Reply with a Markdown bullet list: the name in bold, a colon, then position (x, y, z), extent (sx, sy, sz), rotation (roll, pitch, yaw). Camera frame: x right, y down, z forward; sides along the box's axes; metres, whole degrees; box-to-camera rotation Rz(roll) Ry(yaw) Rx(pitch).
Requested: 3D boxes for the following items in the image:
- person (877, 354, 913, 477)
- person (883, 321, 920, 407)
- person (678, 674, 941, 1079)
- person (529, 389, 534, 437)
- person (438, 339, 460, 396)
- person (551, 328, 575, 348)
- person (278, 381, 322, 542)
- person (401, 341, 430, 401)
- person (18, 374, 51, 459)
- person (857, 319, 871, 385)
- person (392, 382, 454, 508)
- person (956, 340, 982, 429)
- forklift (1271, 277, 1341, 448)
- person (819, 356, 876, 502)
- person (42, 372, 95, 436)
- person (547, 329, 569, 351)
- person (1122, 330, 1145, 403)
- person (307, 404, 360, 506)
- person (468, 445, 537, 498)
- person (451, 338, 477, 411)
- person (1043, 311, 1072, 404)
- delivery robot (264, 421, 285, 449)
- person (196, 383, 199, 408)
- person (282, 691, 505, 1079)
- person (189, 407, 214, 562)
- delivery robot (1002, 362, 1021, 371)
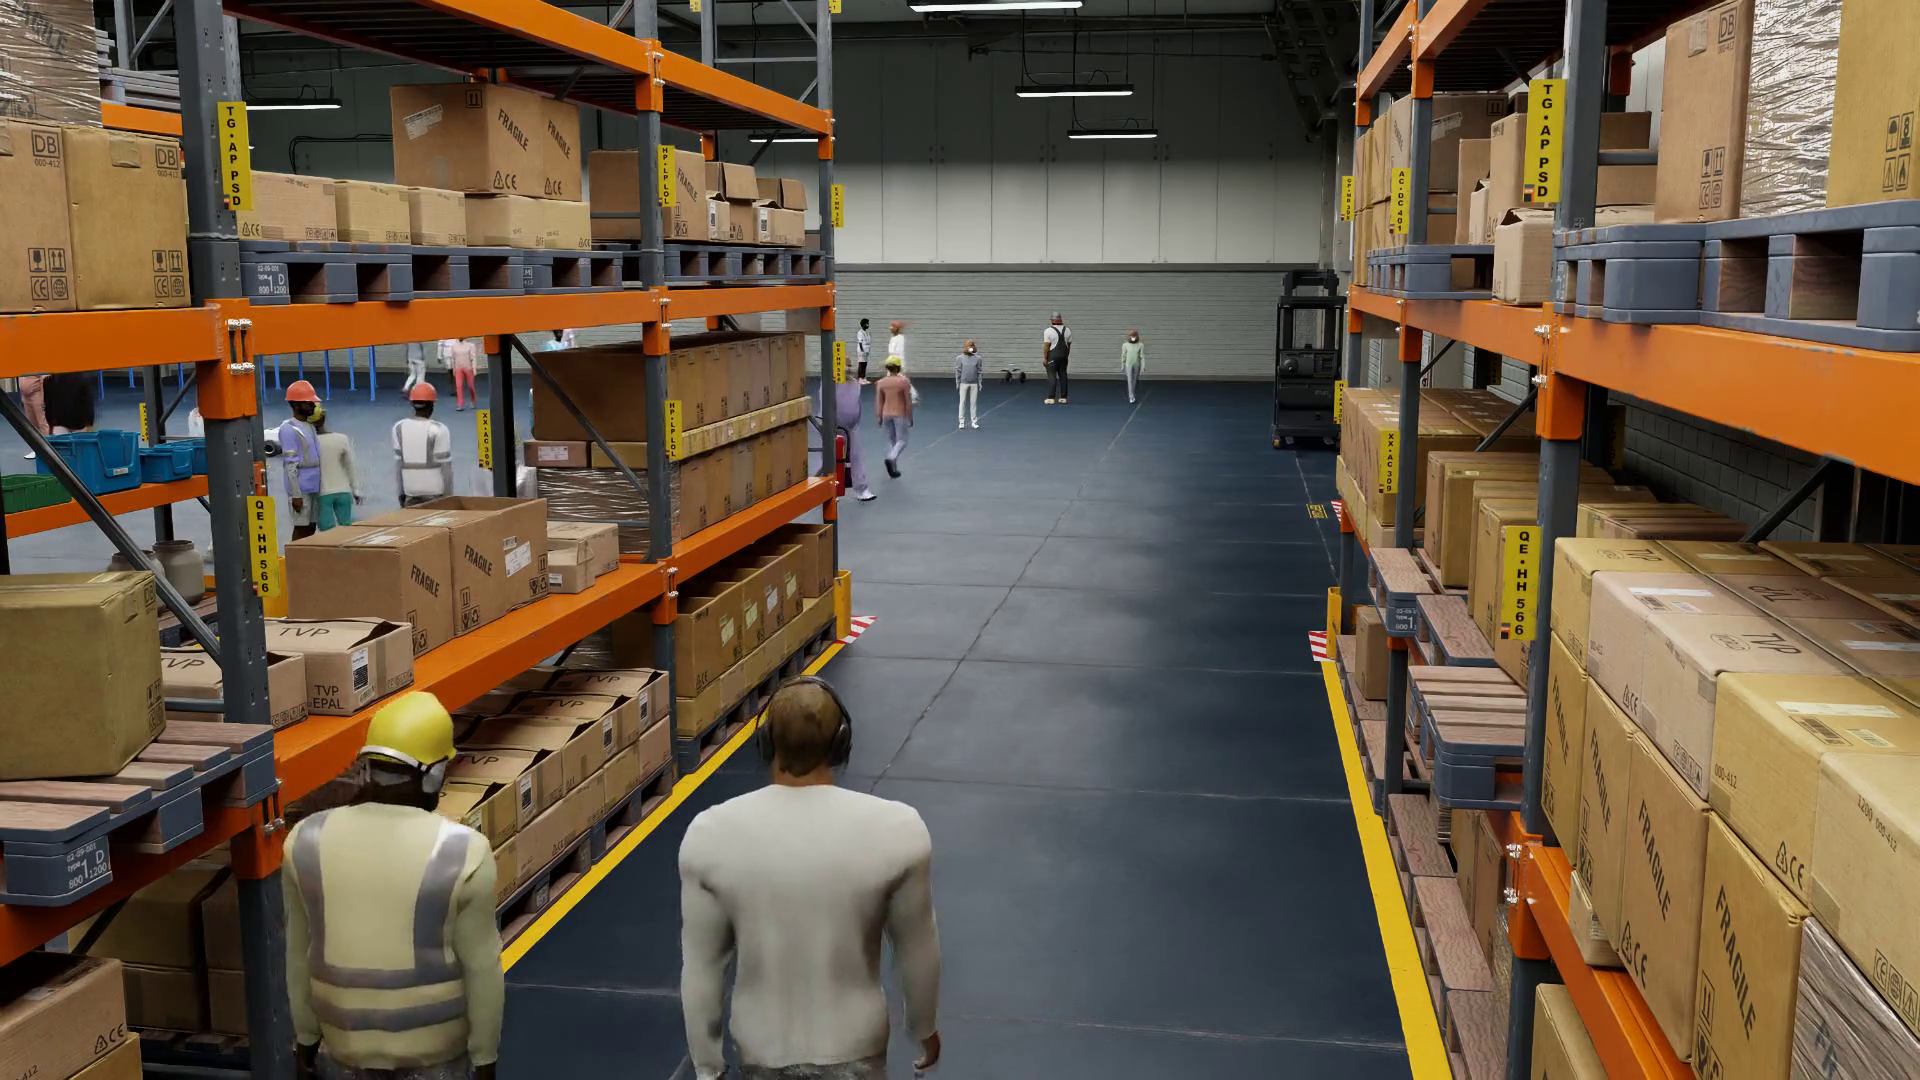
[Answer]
- **person**: position (-0.942, -1.739, 23.432), extent (0.538, 1.750, 0.559), rotation (4, 10, 23)
- **person**: position (-1.298, -3.771, 35.659), extent (0.885, 1.855, 0.586), rotation (-5, 10, -26)
- **person**: position (-0.365, 1.276, 4.332), extent (0.639, 1.916, 0.682), rotation (1, 9, 6)
- **person**: position (-5.529, -1.510, 22.387), extent (0.515, 1.635, 0.313), rotation (-1, 9, -6)
- **person**: position (-11.852, -4.290, 38.737), extent (0.590, 1.893, 0.975), rotation (-1, 9, -4)
- **person**: position (-10.128, -4.899, 42.449), extent (0.587, 1.912, 0.509), rotation (0, 9, 0)
- **person**: position (-5.902, -0.468, 15.022), extent (0.362, 1.938, 0.545), rotation (0, 9, -1)
- **person**: position (-12.011, -3.968, 36.700), extent (0.673, 1.912, 0.568), rotation (5, 10, 26)
- **person**: position (-14.364, -2.194, 25.808), extent (0.636, 1.899, 0.400), rotation (5, 11, 30)
- **person**: position (-2.471, -4.836, 42.723), extent (0.319, 1.697, 0.532), rotation (3, 10, 20)
- **person**: position (-4.860, -0.472, 15.091), extent (0.566, 1.922, 0.491), rotation (2, 9, 11)
- **person**: position (0.167, -2.895, 30.915), extent (0.506, 1.636, 0.278), rotation (-2, 9, -12)
- **forklift**: position (5.847, -3.016, 27.970), extent (1.129, 2.768, 1.873), rotation (1, 9, 9)
- **person**: position (-1.492, -1.419, 21.159), extent (0.673, 1.851, 1.014), rotation (-7, 12, -39)
- **person**: position (-11.473, -1.506, 21.442), extent (0.637, 1.936, 1.067), rotation (-1, 9, -9)
- **person**: position (-8.874, -3.871, 36.878), extent (0.535, 1.652, 0.866), rotation (-7, 11, -37)
- **person**: position (3.859, -3.872, 37.054), extent (0.508, 1.599, 0.803), rotation (0, 9, -1)
- **person**: position (-5.817, -0.410, 15.337), extent (0.360, 1.721, 0.612), rotation (8, 12, 40)
- **person**: position (-3.390, 0.052, 12.171), extent (0.620, 1.815, 0.610), rotation (2, 9, 14)
- **person**: position (-10.421, -3.611, 35.026), extent (0.531, 1.736, 0.803), rotation (0, 9, -1)
- **person**: position (2.097, -4.020, 36.739), extent (0.682, 2.000, 0.536), rotation (-5, 11, -29)
- **delivery robot**: position (-10.685, -1.656, 26.442), extent (0.707, 0.478, 0.477), rotation (-1, 9, -7)
- **person**: position (-10.304, -1.747, 23.073), extent (0.650, 1.881, 0.728), rotation (7, 11, 37)
- **person**: position (-1.506, 1.311, 4.443), extent (0.604, 1.809, 0.513), rotation (1, 9, 5)
- **person**: position (-7.584, -0.750, 17.054), extent (0.586, 1.850, 0.927), rotation (1, 9, 8)
- **delivery robot**: position (1.345, -4.531, 43.378), extent (0.335, 0.223, 0.698), rotation (5, 11, 29)
